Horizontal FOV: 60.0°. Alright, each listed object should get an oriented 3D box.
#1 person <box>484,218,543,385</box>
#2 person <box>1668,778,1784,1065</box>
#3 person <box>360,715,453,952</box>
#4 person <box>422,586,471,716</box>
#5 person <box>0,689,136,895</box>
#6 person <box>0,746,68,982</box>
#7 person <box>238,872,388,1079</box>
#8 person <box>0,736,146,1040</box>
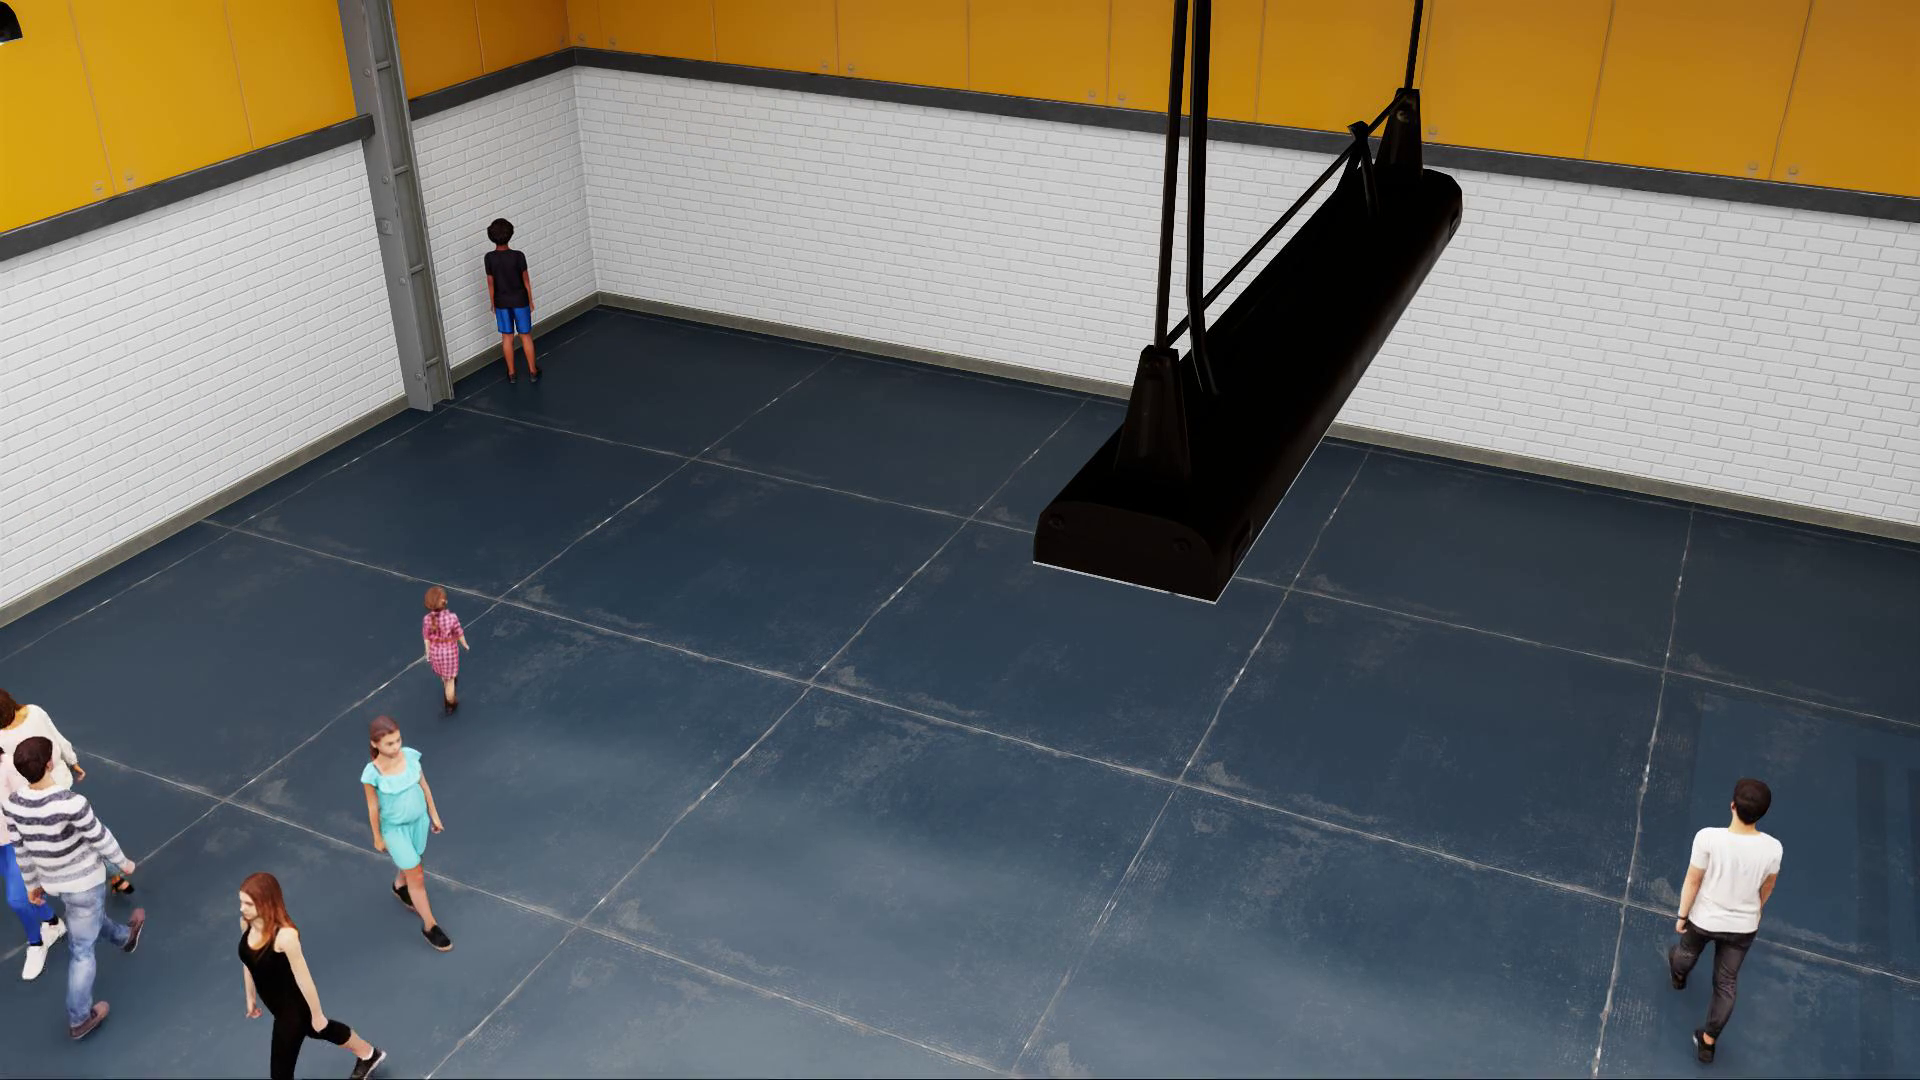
[{"bbox_3d":[-4.769,-2.539,17.675,0.711,1.800,0.748,-5,29,-8],"label":"person"},{"bbox_3d":[4.242,2.135,9.229,0.731,1.682,1.104,8,30,15],"label":"person"},{"bbox_3d":[-3.427,1.709,10.167,0.778,1.533,0.930,23,36,35],"label":"person"},{"bbox_3d":[-3.835,0.835,12.318,0.586,1.007,0.721,0,29,0],"label":"person"},{"bbox_3d":[-5.579,1.589,10.290,0.903,1.624,1.057,7,29,13],"label":"person"},{"bbox_3d":[-5.604,1.731,9.905,0.810,1.744,0.845,3,29,6],"label":"person"},{"bbox_3d":[-3.451,2.398,8.746,0.765,1.683,1.210,20,34,32],"label":"person"},{"bbox_3d":[-5.052,1.991,9.370,0.848,1.799,1.233,5,29,10],"label":"person"}]
